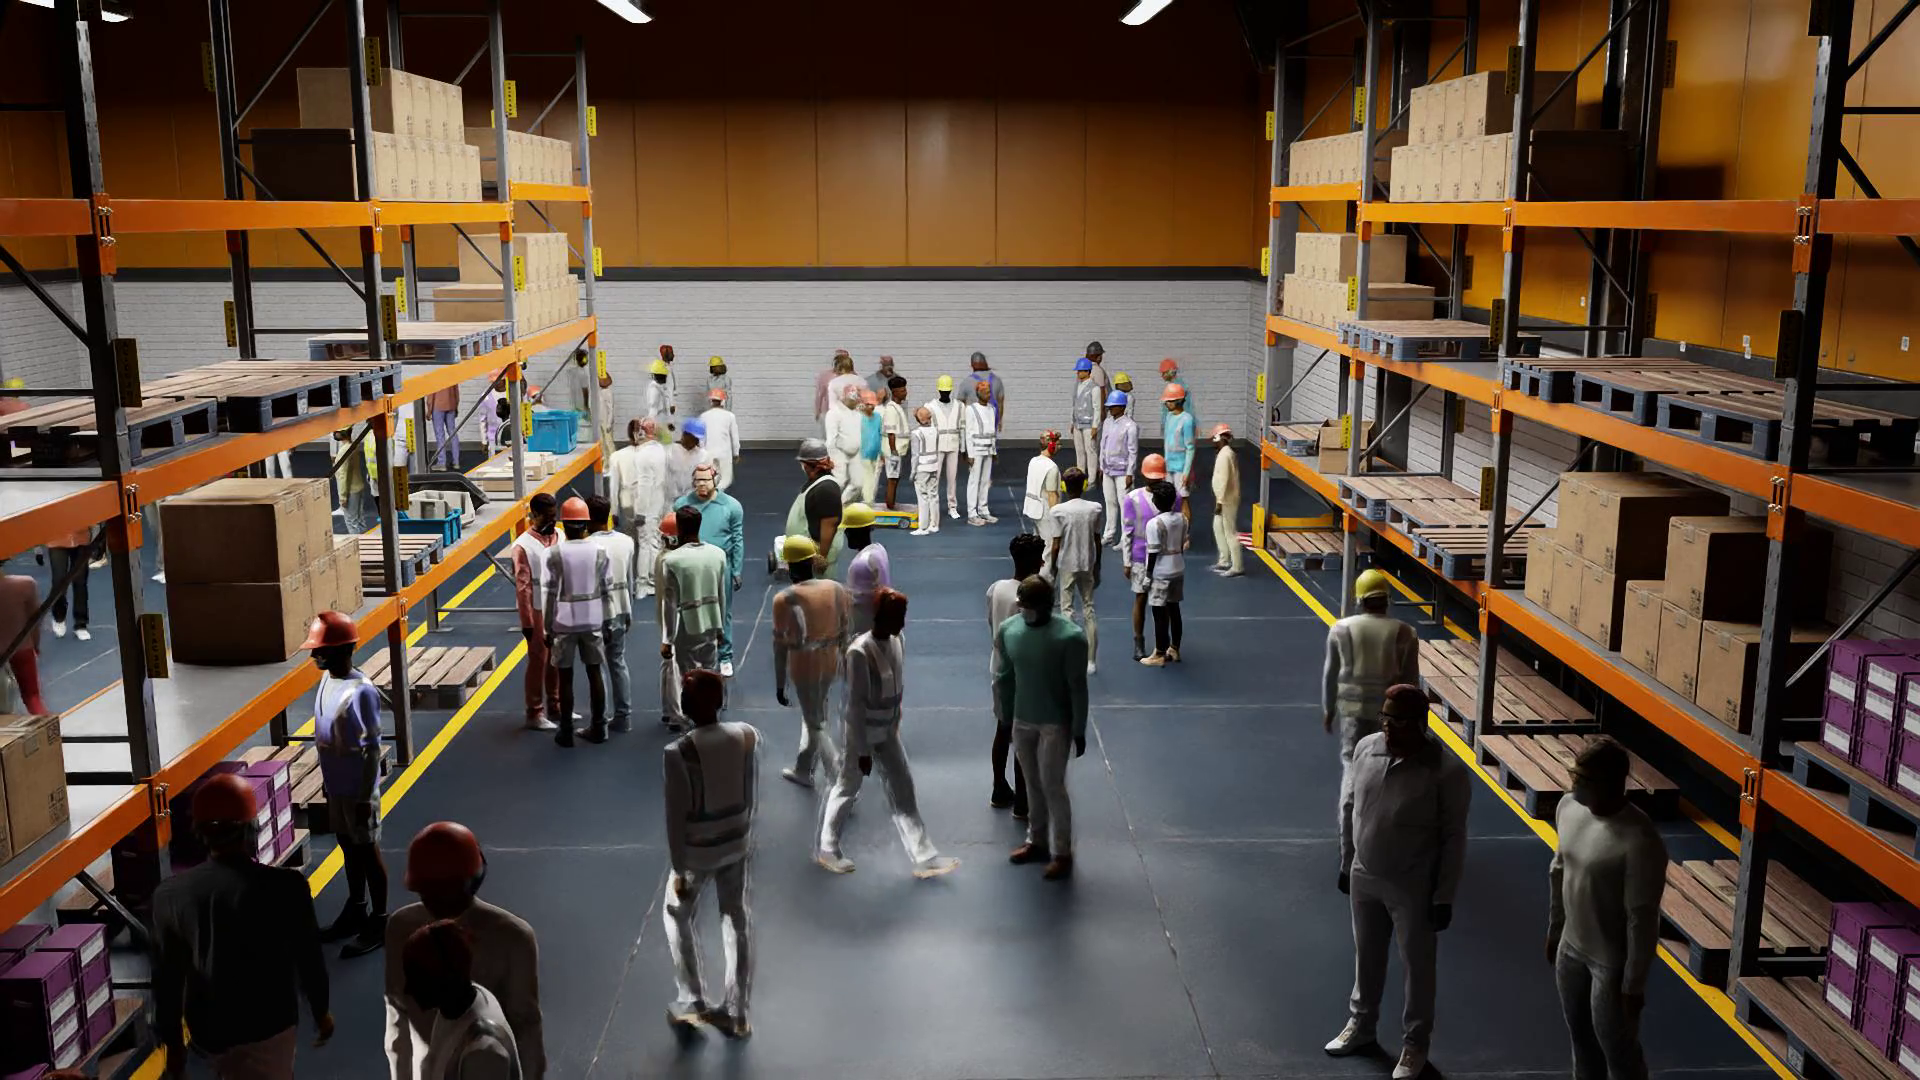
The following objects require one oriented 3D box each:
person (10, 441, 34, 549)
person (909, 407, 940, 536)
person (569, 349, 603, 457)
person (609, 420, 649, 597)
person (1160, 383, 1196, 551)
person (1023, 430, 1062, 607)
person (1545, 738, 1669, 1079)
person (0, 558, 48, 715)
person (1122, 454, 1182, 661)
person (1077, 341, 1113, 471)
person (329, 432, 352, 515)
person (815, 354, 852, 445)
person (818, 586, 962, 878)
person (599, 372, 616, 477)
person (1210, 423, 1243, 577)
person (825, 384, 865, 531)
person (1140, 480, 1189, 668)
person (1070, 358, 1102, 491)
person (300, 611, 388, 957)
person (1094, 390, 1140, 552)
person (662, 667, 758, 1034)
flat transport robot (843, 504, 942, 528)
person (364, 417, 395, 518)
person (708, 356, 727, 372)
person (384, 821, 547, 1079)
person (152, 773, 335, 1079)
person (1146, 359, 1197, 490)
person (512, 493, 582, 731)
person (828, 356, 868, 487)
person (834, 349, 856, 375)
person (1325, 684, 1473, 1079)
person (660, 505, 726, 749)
[{"bbox_3d":[-11.413,-0.664,19.963,0.308,1.643,0.511,2,11,8],"label":"person"},{"bbox_3d":[-0.445,-0.869,21.006,0.315,1.637,0.514,8,14,36],"label":"person"},{"bbox_3d":[-6.263,-2.203,27.231,0.542,1.844,0.847,8,14,36],"label":"person"},{"bbox_3d":[-3.433,-0.367,17.919,0.598,1.859,1.054,0,11,2],"label":"person"},{"bbox_3d":[2.595,-0.872,20.020,0.404,2.035,0.609,-4,12,-19],"label":"person"},{"bbox_3d":[0.868,-0.221,17.262,0.394,1.836,0.560,-4,12,-19],"label":"person"},{"bbox_3d":[2.725,1.767,7.088,0.393,1.927,0.646,-3,12,-14],"label":"person"},{"bbox_3d":[-7.008,0.826,12.254,0.524,1.742,0.711,-9,15,-39],"label":"person"},{"bbox_3d":[1.753,0.161,15.133,0.550,1.923,0.391,-1,11,-4],"label":"person"},{"bbox_3d":[2.154,-2.114,26.231,0.537,2.000,0.682,-5,12,-24],"label":"person"},{"bbox_3d":[-8.370,-1.202,22.437,0.320,1.738,0.483,2,11,8],"label":"person"},{"bbox_3d":[-1.943,-1.937,25.724,0.765,1.894,0.469,1,11,5],"label":"person"},{"bbox_3d":[-0.464,1.191,10.176,0.993,1.826,0.647,7,13,30],"label":"person"},{"bbox_3d":[-5.487,-1.797,25.669,0.284,1.633,0.500,-8,14,-35],"label":"person"},{"bbox_3d":[3.015,-0.442,18.684,0.408,1.707,0.615,2,11,8],"label":"person"},{"bbox_3d":[-1.521,-1.084,21.483,0.546,1.884,0.681,9,14,37],"label":"person"},{"bbox_3d":[1.837,0.305,14.972,0.318,1.697,0.533,10,15,41],"label":"person"},{"bbox_3d":[1.824,-1.696,24.369,0.388,1.947,0.614,-7,13,-33],"label":"person"},{"bbox_3d":[-3.396,1.335,9.196,0.362,1.939,0.543,-11,15,-43],"label":"person"},{"bbox_3d":[1.899,-0.841,20.079,0.384,1.949,0.605,-8,14,-36],"label":"person"},{"bbox_3d":[-1.269,1.543,8.331,0.573,1.865,0.579,-9,15,-39],"label":"person"},{"bbox_3d":[-0.989,-0.330,21.742,1.431,0.197,0.652,2,11,8],"label":"flat transport robot"},{"bbox_3d":[-7.151,-0.801,20.531,0.534,1.694,0.320,9,14,38],"label":"person"},{"bbox_3d":[-3.918,-2.135,27.101,0.334,1.735,0.488,-1,11,-4],"label":"person"},{"bbox_3d":[-1.793,1.950,6.001,0.621,1.985,0.408,3,12,15],"label":"person"},{"bbox_3d":[-2.795,1.878,6.427,0.600,1.961,0.984,0,11,2],"label":"person"},{"bbox_3d":[3.140,-1.664,24.250,0.885,1.929,0.697,-5,12,-22],"label":"person"},{"bbox_3d":[-3.309,0.560,13.177,0.393,1.908,0.597,4,12,21],"label":"person"},{"bbox_3d":[-1.671,-1.757,24.701,0.627,1.940,0.376,-5,12,-25],"label":"person"},{"bbox_3d":[-1.865,-2.059,26.295,0.407,1.908,0.642,-6,13,-29],"label":"person"},{"bbox_3d":[2.064,1.608,7.903,0.406,1.910,0.639,-10,15,-42],"label":"person"},{"bbox_3d":[-1.989,0.687,12.539,0.402,1.907,0.598,9,14,37],"label":"person"}]
